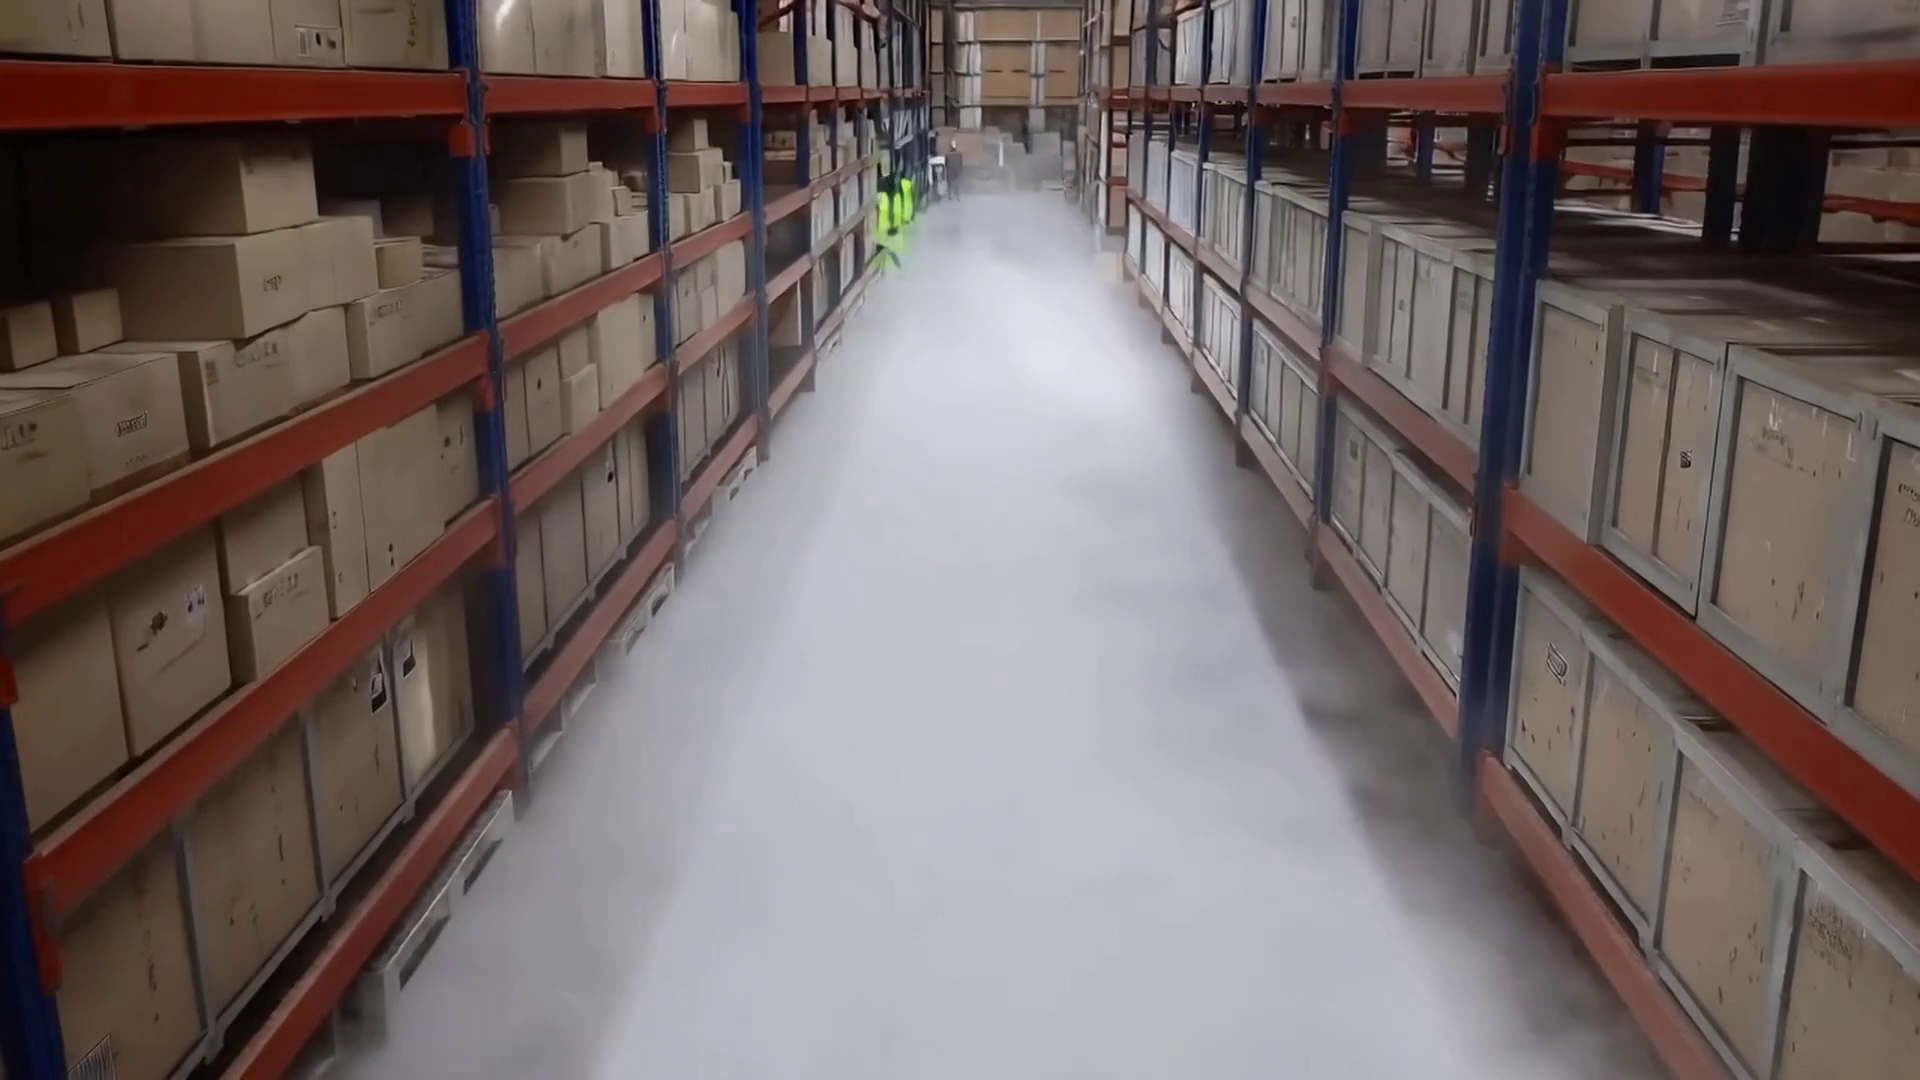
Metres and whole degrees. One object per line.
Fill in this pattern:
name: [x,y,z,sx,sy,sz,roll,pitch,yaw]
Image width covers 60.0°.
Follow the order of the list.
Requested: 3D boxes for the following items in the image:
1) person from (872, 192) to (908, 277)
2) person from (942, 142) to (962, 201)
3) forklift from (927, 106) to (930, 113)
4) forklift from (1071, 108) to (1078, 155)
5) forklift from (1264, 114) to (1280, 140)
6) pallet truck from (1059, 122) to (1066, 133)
person: [-1.475,-6.070,32.095,1.002,1.989,0.638,3,15,9]
person: [-0.273,-12.151,54.870,0.676,1.891,0.431,-5,16,-17]
forklift: [-2.001,-20.667,84.687,1.129,2.768,1.873,0,15,2]
forklift: [5.586,-18.476,76.534,1.129,2.768,1.873,-7,17,-24]
forklift: [11.023,-13.962,59.741,1.129,2.768,1.873,0,15,2]
pallet truck: [5.788,-21.111,88.014,1.885,1.965,0.823,5,16,18]
